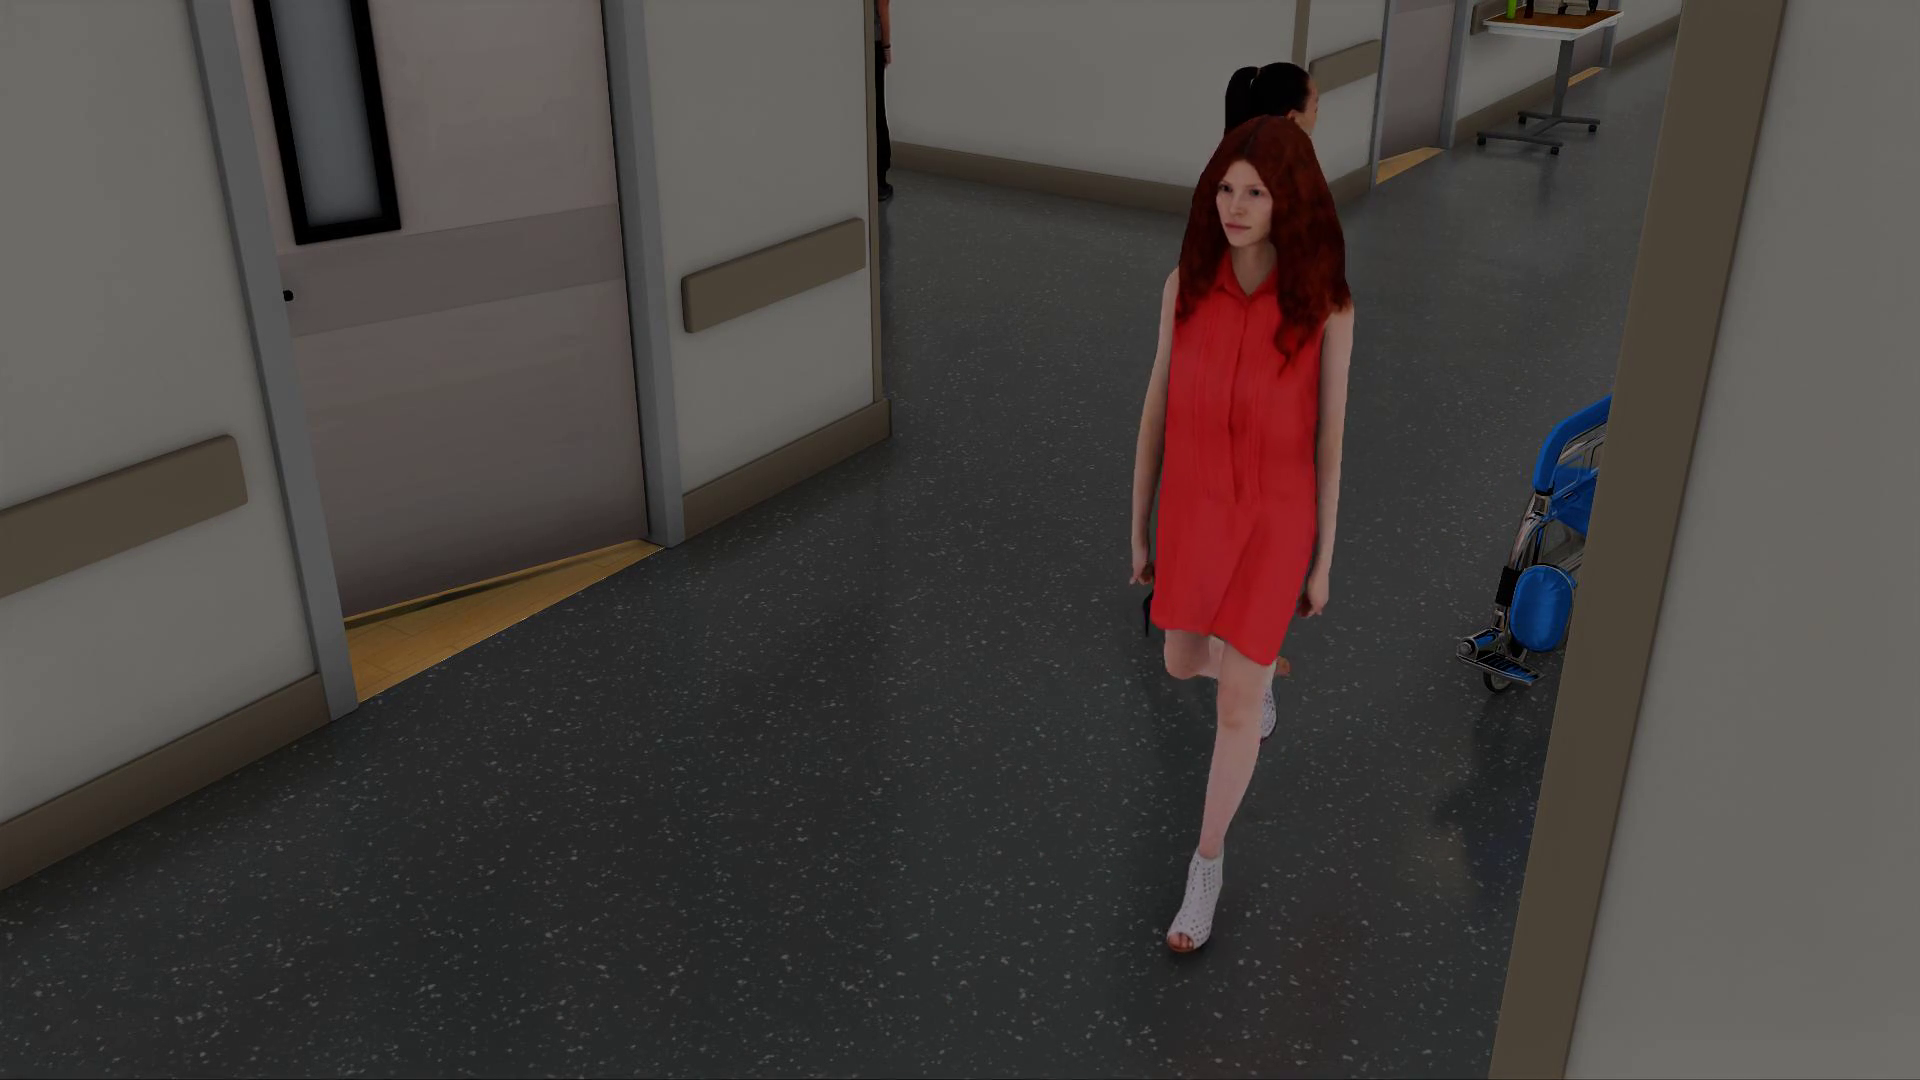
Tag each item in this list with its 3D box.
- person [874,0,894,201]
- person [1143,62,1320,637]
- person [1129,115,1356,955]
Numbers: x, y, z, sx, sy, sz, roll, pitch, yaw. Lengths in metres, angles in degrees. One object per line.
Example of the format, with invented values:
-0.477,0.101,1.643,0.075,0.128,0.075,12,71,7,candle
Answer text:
-0.635,-2.847,9.570,0.697,1.754,0.732,-2,26,-4,person
0.723,-0.490,4.759,0.817,1.687,0.756,-8,27,-16,person
0.631,-0.020,3.648,0.678,1.805,1.093,14,29,26,person
